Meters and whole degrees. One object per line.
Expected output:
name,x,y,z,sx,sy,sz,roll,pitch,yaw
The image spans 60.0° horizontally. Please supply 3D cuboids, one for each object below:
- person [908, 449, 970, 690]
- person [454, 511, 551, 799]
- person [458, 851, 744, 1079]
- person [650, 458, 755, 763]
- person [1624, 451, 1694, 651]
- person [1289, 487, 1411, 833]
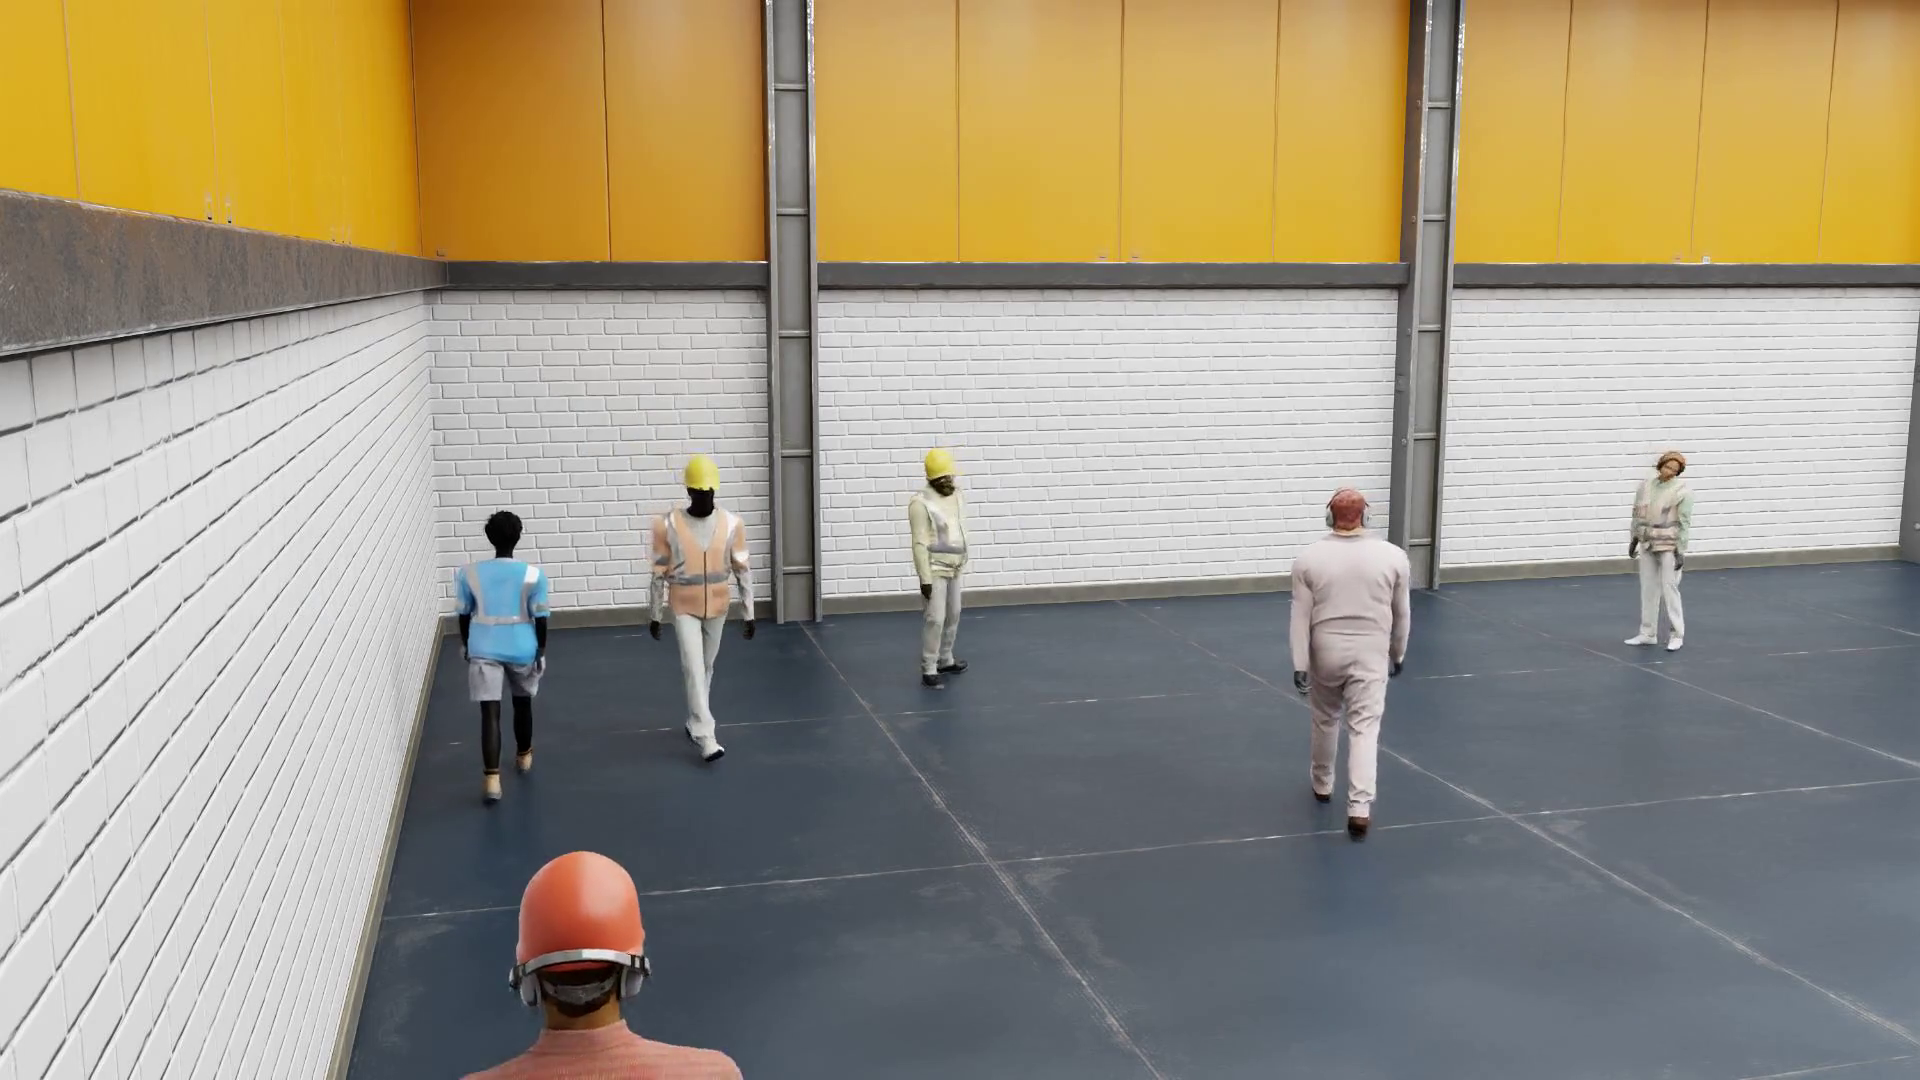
person,-0.126,0.200,12.182,0.450,1.785,0.717,6,11,31
person,-2.674,0.655,9.757,0.546,1.651,0.894,-2,9,-13
person,-0.676,1.558,3.104,0.616,1.979,0.482,-3,10,-18
person,-1.612,0.425,10.453,0.609,1.882,0.970,-4,10,-25
person,5.668,0.084,13.434,0.347,1.619,0.557,-4,10,-25
person,2.149,0.644,9.190,0.645,1.865,0.978,2,9,13
